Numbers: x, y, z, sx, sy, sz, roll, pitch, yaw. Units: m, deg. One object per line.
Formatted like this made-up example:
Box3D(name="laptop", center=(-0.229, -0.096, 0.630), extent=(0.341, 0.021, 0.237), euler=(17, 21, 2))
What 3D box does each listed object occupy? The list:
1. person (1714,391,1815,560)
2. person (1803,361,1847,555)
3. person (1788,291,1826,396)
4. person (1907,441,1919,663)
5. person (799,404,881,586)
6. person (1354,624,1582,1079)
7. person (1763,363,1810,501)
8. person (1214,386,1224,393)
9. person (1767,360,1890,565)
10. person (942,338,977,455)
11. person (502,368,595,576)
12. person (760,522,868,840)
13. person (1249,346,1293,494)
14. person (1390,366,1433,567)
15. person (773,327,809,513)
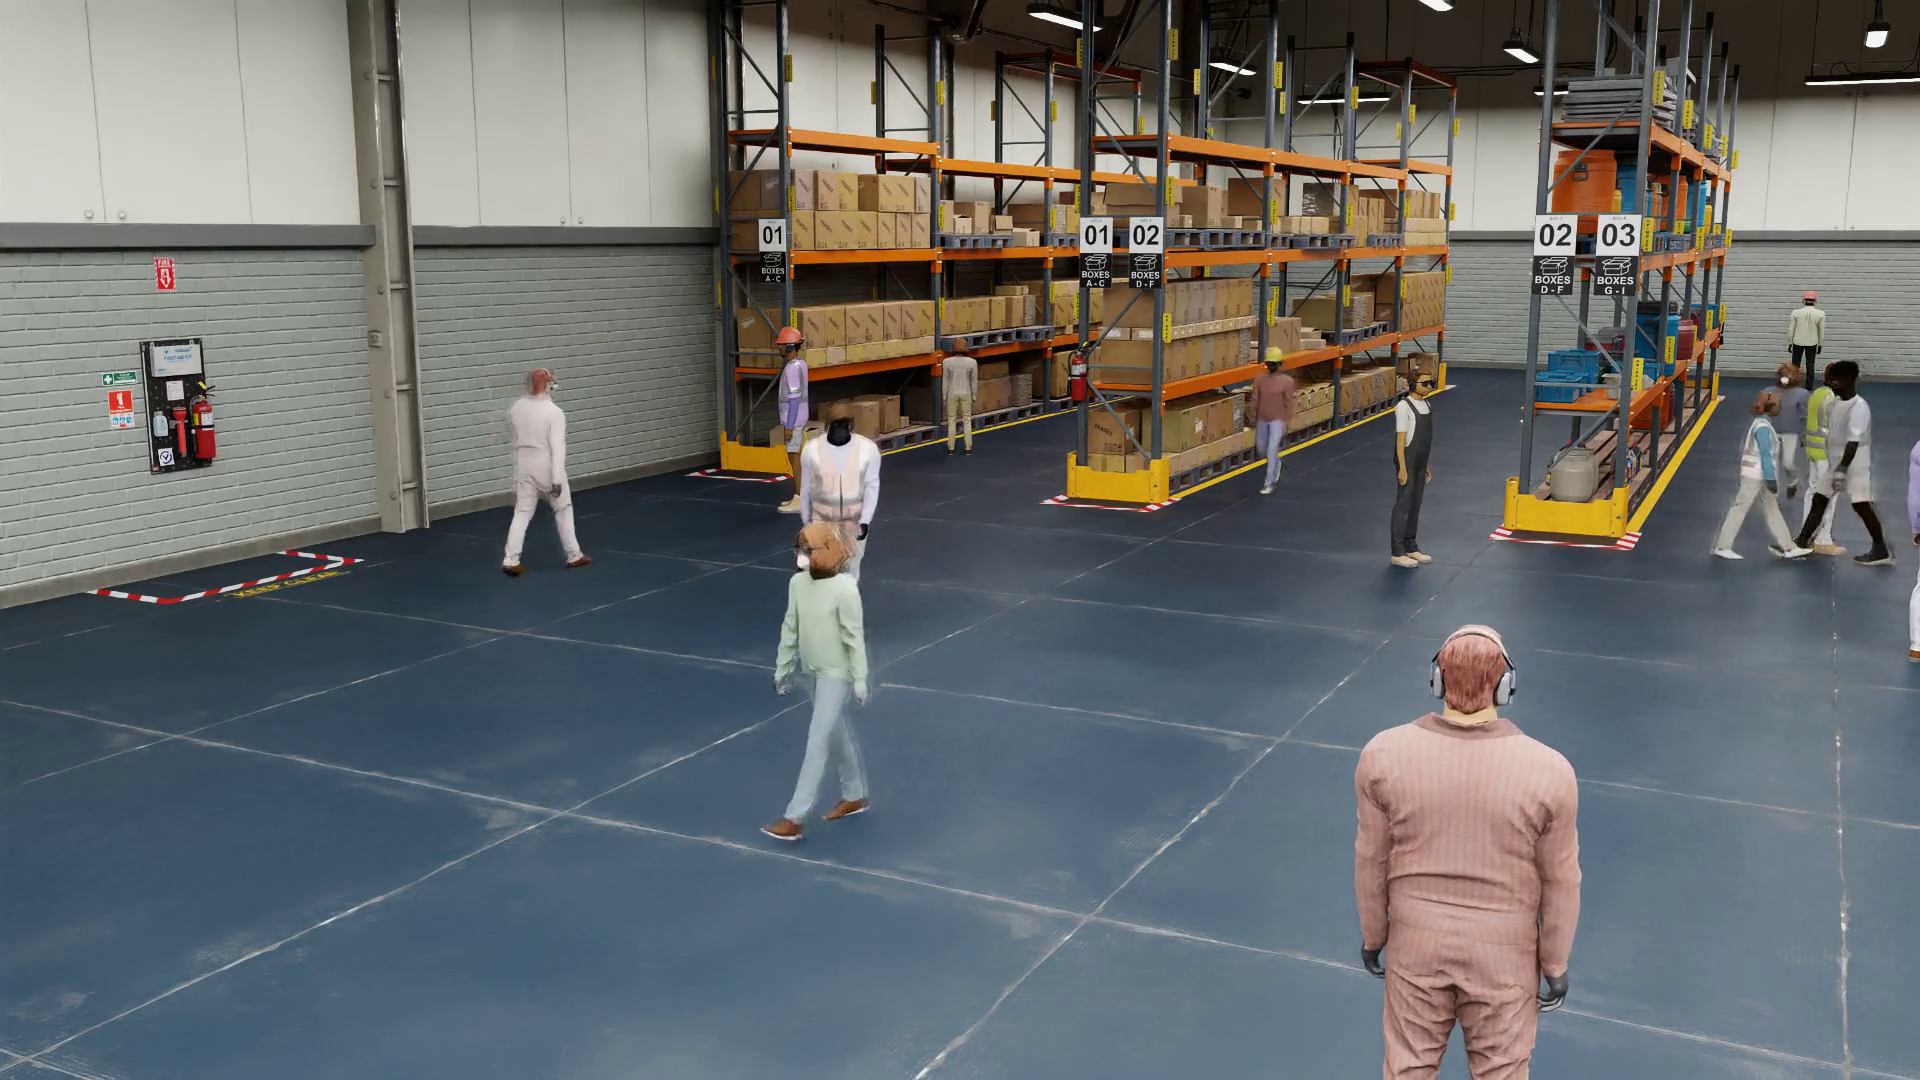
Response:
Box3D(name="person", center=(7.503, -0.578, 15.449), extent=(0.871, 1.588, 0.532), euler=(6, 12, 28))
Box3D(name="person", center=(8.337, -0.789, 15.934), extent=(0.429, 1.842, 0.636), euler=(1, 10, 8))
Box3D(name="person", center=(16.073, -3.734, 31.602), extent=(0.609, 1.987, 0.403), euler=(4, 11, 22))
Box3D(name="person", center=(6.972, -0.055, 11.686), extent=(0.371, 1.933, 0.627), euler=(-6, 12, -29))
Box3D(name="person", center=(-0.902, -0.137, 12.566), extent=(0.613, 1.783, 0.981), euler=(-1, 10, -5))
Box3D(name="person", center=(1.500, 1.190, 4.962), extent=(0.643, 1.911, 0.411), euler=(5, 11, 24))
Box3D(name="person", center=(9.239, -1.184, 18.693), extent=(0.506, 1.621, 0.406), euler=(9, 14, 40))
Box3D(name="person", center=(3.847, -2.536, 25.344), extent=(0.586, 1.882, 0.341), euler=(5, 12, 27))
Box3D(name="person", center=(8.125, -0.702, 15.306), extent=(1.050, 1.898, 0.623), euler=(1, 10, 8))
Box3D(name="person", center=(-0.003, -1.990, 23.078), extent=(0.493, 1.624, 0.280), euler=(-1, 10, -6))
Box3D(name="person", center=(-3.765, -0.611, 14.934), extent=(0.649, 1.866, 0.983), euler=(5, 12, 27))
Box3D(name="person", center=(-0.766, 0.713, 8.417), extent=(0.825, 1.596, 0.523), euler=(-9, 14, -41))
Box3D(name="person", center=(3.726, -1.429, 19.709), extent=(0.531, 1.744, 0.632), euler=(8, 13, 38))
Box3D(name="person", center=(4.181, -0.679, 15.325), extent=(0.342, 1.846, 0.509), euler=(9, 14, 41))
Box3D(name="person", center=(-1.851, -1.312, 18.232), extent=(0.374, 2.042, 0.615), euler=(0, 10, 3))
